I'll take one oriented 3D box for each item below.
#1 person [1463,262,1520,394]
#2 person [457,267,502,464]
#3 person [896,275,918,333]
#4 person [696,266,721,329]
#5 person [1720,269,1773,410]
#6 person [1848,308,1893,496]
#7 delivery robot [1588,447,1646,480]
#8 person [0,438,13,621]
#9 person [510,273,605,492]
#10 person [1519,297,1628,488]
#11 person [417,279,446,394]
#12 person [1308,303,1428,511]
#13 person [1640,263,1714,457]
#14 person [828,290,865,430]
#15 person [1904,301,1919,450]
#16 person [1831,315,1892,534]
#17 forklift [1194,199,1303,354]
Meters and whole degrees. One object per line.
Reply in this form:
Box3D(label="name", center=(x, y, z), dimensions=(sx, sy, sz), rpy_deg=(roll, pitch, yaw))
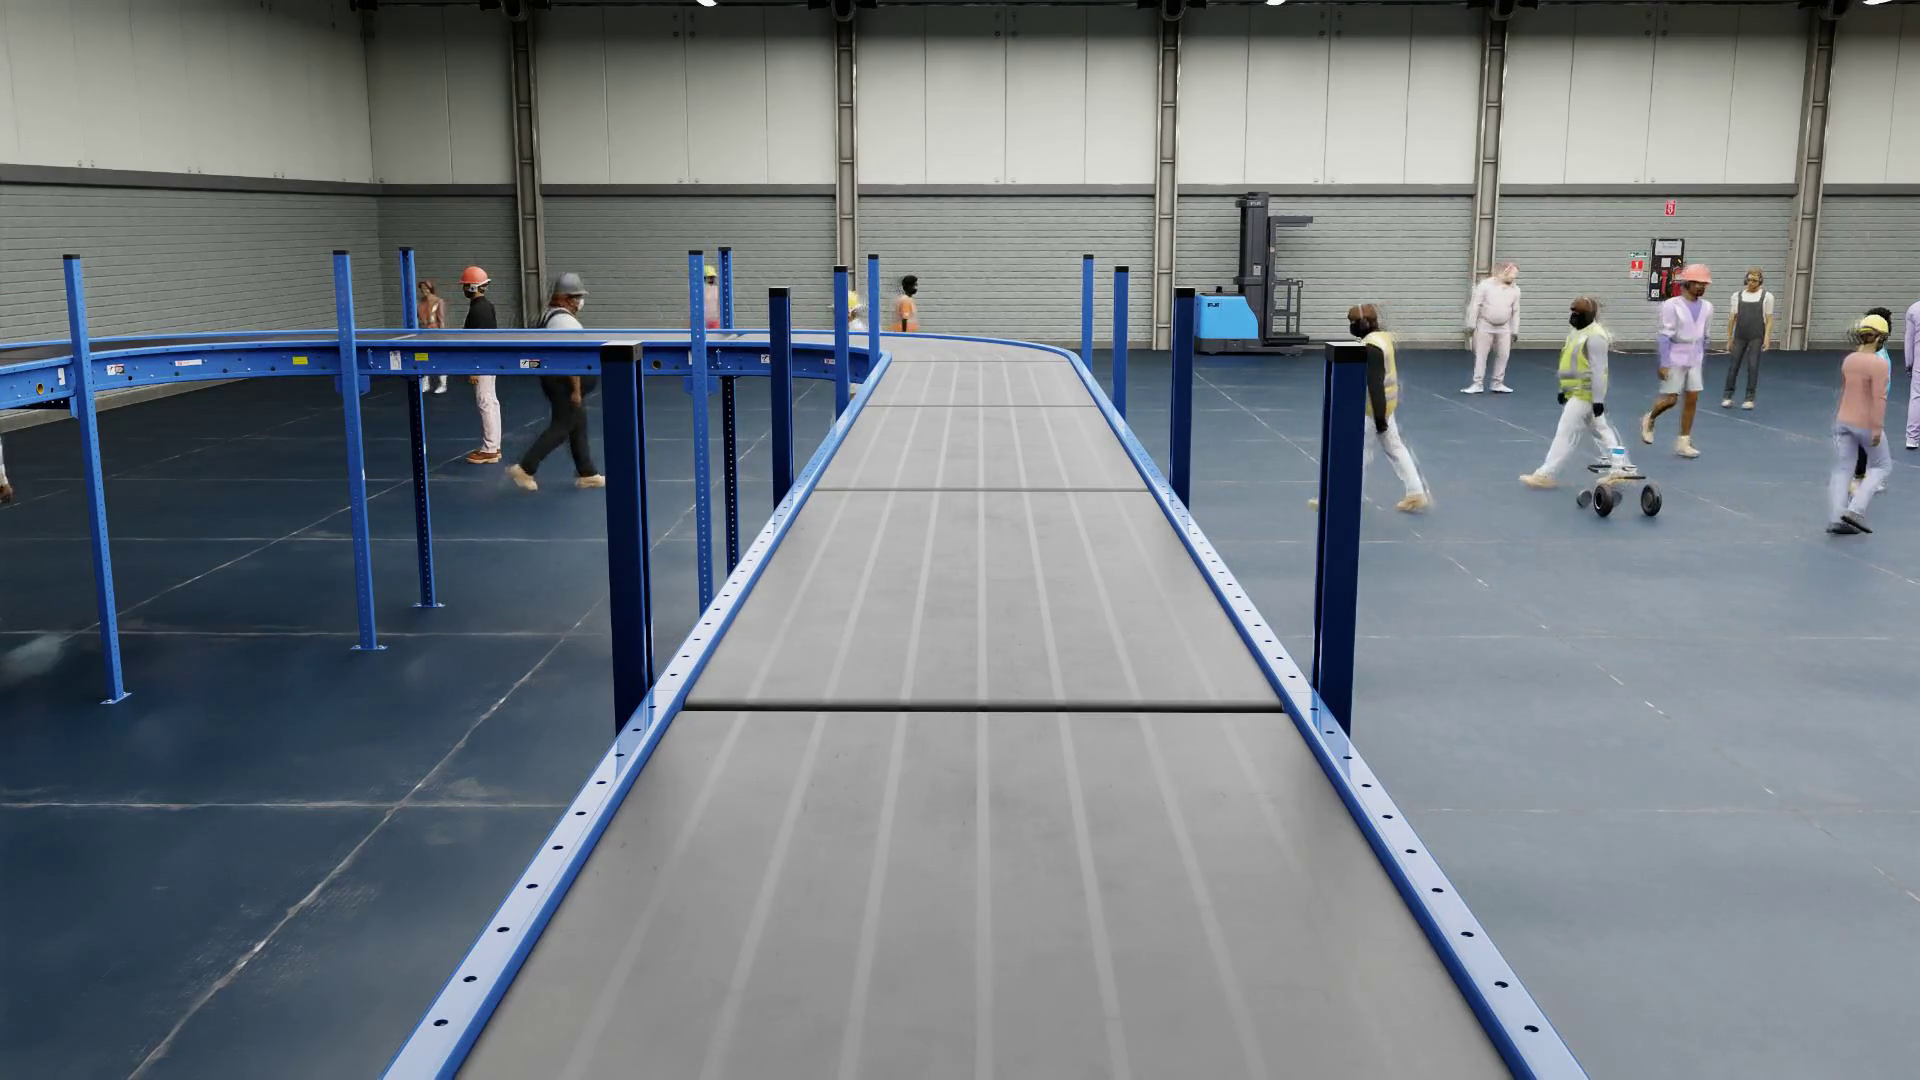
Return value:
Box3D(label="person", center=(7.569, -3.009, 23.650), dimensions=(0.762, 1.873, 0.397), rpy_deg=(0, 11, -3))
Box3D(label="person", center=(-4.921, -1.798, 17.079), dimensions=(0.379, 1.996, 0.611), rpy_deg=(-1, 11, -4))
Box3D(label="person", center=(-0.722, -2.905, 23.553), dimensions=(0.373, 1.680, 0.544), rpy_deg=(1, 11, 4))
Box3D(label="person", center=(-3.936, -3.479, 26.424), dimensions=(0.890, 1.724, 0.545), rpy_deg=(8, 13, 35))
Box3D(label="person", center=(10.336, -2.633, 21.841), dimensions=(0.537, 1.822, 0.400), rpy_deg=(7, 13, 31))
Box3D(label="person", center=(8.267, -1.246, 15.096), dimensions=(0.440, 1.694, 0.564), rpy_deg=(8, 13, 35))
Box3D(label="delivery robot", center=(5.645, -0.682, 14.261), dimensions=(0.335, 0.223, 0.698), rpy_deg=(0, 11, -3))
Box3D(label="person", center=(-5.986, -0.316, 9.716), dimensions=(0.627, 1.910, 0.905), rpy_deg=(0, 11, 2))
Box3D(label="person", center=(-3.701, -1.442, 15.246), dimensions=(0.920, 2.000, 0.691), rpy_deg=(-5, 12, -25))
Box3D(label="person", center=(5.785, -1.363, 15.427), dimensions=(0.999, 1.783, 0.715), rpy_deg=(1, 11, 7))
Box3D(label="person", center=(-7.509, -2.868, 23.538), dimensions=(0.518, 1.619, 0.567), rpy_deg=(3, 11, 16))
Box3D(label="person", center=(3.541, -1.116, 14.146), dimensions=(0.991, 1.788, 0.667), rpy_deg=(4, 12, 21))
Box3D(label="person", center=(7.593, -1.908, 17.578), dimensions=(0.619, 2.022, 0.683), rpy_deg=(-3, 11, -13))
Box3D(label="person", center=(-1.056, -1.542, 16.260), dimensions=(0.807, 1.807, 0.609), rpy_deg=(-2, 11, -12))
Box3D(label="person", center=(10.516, -1.914, 17.906), dimensions=(0.643, 1.909, 0.410), rpy_deg=(11, 15, 44))
Box3D(label="person", center=(7.134, -0.904, 13.162), dimensions=(0.424, 1.738, 0.529), rpy_deg=(-2, 11, -10))
Box3D(label="forklift", center=(5.313, -4.851, 30.603), dimensions=(1.873, 2.768, 1.129), rpy_deg=(0, 11, 1))
